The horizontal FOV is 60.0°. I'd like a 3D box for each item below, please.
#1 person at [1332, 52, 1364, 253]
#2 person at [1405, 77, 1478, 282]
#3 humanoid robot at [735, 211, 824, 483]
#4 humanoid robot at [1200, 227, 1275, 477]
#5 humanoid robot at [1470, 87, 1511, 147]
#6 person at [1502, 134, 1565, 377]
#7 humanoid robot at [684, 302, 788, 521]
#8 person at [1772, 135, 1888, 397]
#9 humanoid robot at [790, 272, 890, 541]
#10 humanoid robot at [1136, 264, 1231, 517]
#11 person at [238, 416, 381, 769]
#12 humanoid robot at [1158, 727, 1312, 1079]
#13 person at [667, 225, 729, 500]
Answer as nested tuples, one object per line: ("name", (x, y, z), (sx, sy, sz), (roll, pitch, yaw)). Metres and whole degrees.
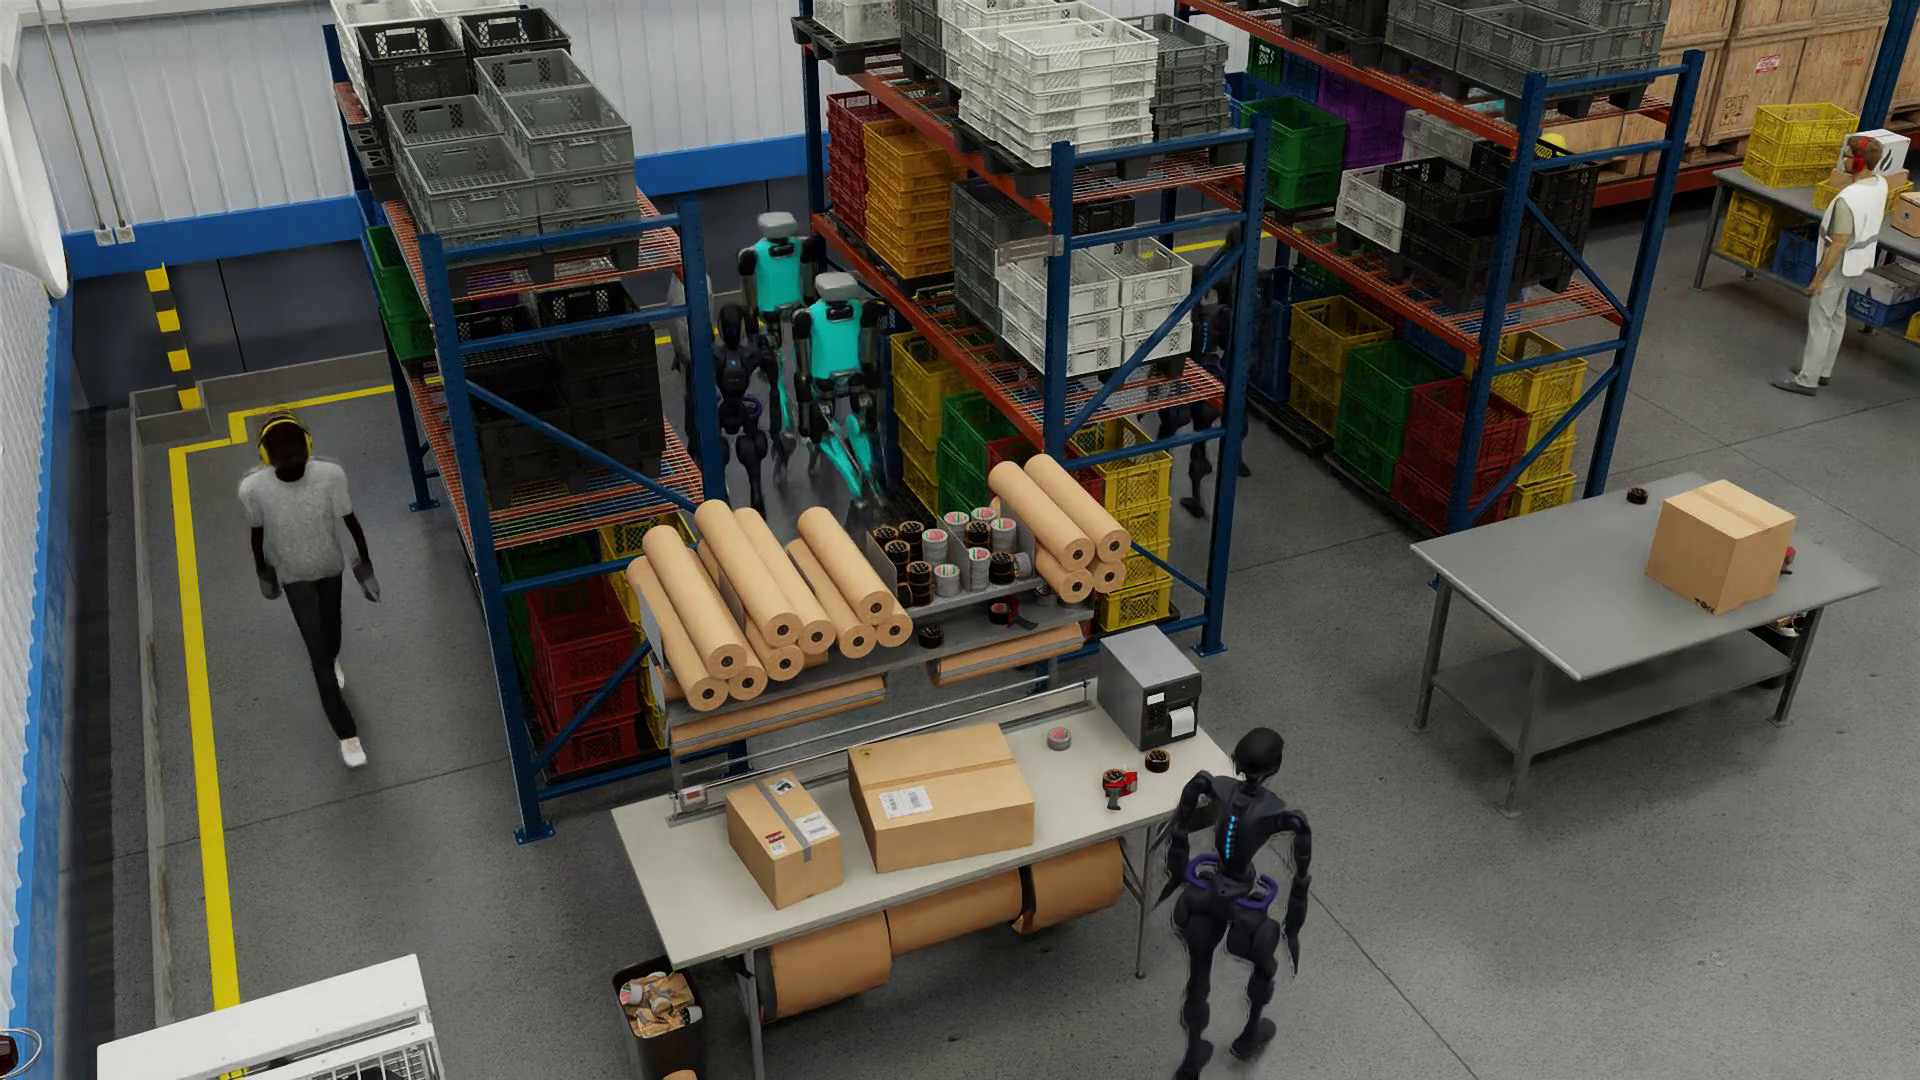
("person", (3.209, -3.320, 13.876), (0.432, 1.832, 0.713), (4, 32, 6))
("person", (3.741, -2.908, 13.024), (0.638, 2.018, 0.496), (-23, 38, -32))
("humanoid robot", (-1.017, -1.111, 10.395), (0.531, 1.813, 0.647), (-18, 36, -26))
("humanoid robot", (1.690, -1.186, 10.542), (0.611, 1.656, 0.326), (-4, 32, -7))
("humanoid robot", (4.252, -3.190, 13.623), (0.533, 1.677, 0.735), (8, 33, 13))
("person", (4.024, -2.022, 11.833), (0.323, 1.760, 0.523), (0, 32, 0))
("humanoid robot", (-1.308, -0.603, 9.605), (0.602, 1.646, 0.333), (-6, 32, -10))
("person", (6.095, -1.879, 11.521), (0.568, 1.840, 0.373), (-26, 40, -35))
("humanoid robot", (-0.602, -0.570, 9.575), (0.556, 1.871, 0.742), (-16, 35, -24))
("humanoid robot", (1.380, -0.898, 10.076), (0.602, 1.650, 0.357), (-10, 33, -16))
("person", (-3.199, 0.149, 8.266), (0.522, 1.794, 1.069), (-17, 36, -26))
("humanoid robot", (1.046, 1.386, 6.386), (0.608, 1.642, 0.528), (18, 36, 27))
("person", (-1.656, -1.091, 10.215), (0.329, 1.872, 0.507), (-15, 35, -23))
